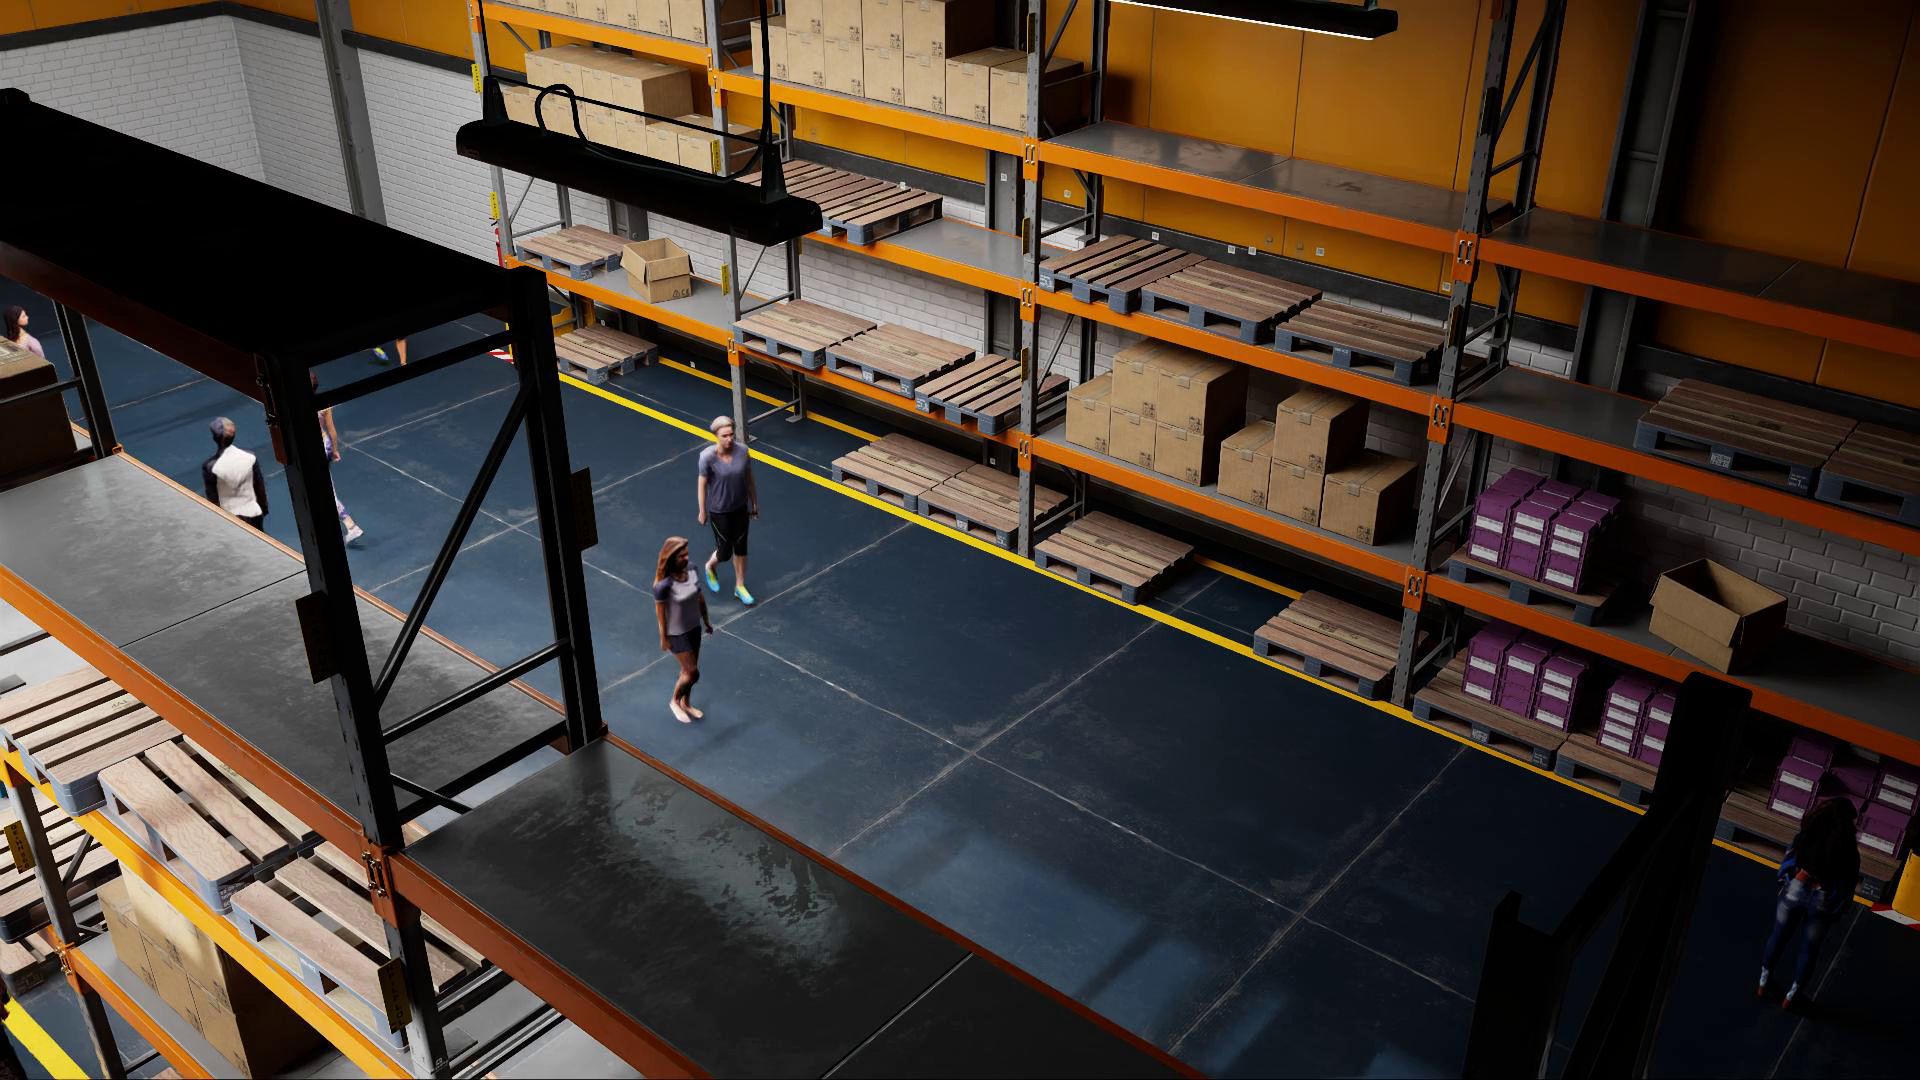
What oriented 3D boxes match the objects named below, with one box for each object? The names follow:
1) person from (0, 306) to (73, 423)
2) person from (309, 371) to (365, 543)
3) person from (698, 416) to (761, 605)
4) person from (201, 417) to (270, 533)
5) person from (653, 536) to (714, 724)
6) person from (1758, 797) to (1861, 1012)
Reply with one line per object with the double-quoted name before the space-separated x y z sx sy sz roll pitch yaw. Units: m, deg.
"person" -9.896 -1.608 17.635 0.827 1.772 1.047 -20 34 -32
"person" -6.188 -0.778 16.155 1.203 1.731 0.701 16 33 27
"person" -2.151 -0.303 15.138 0.796 1.873 0.879 -19 34 -30
"person" -6.420 -0.175 14.894 0.751 1.881 0.693 -25 37 -38
"person" -2.309 0.704 13.454 0.636 1.718 0.650 16 32 27
"person" 5.421 2.303 10.623 0.469 1.622 0.657 22 36 35
